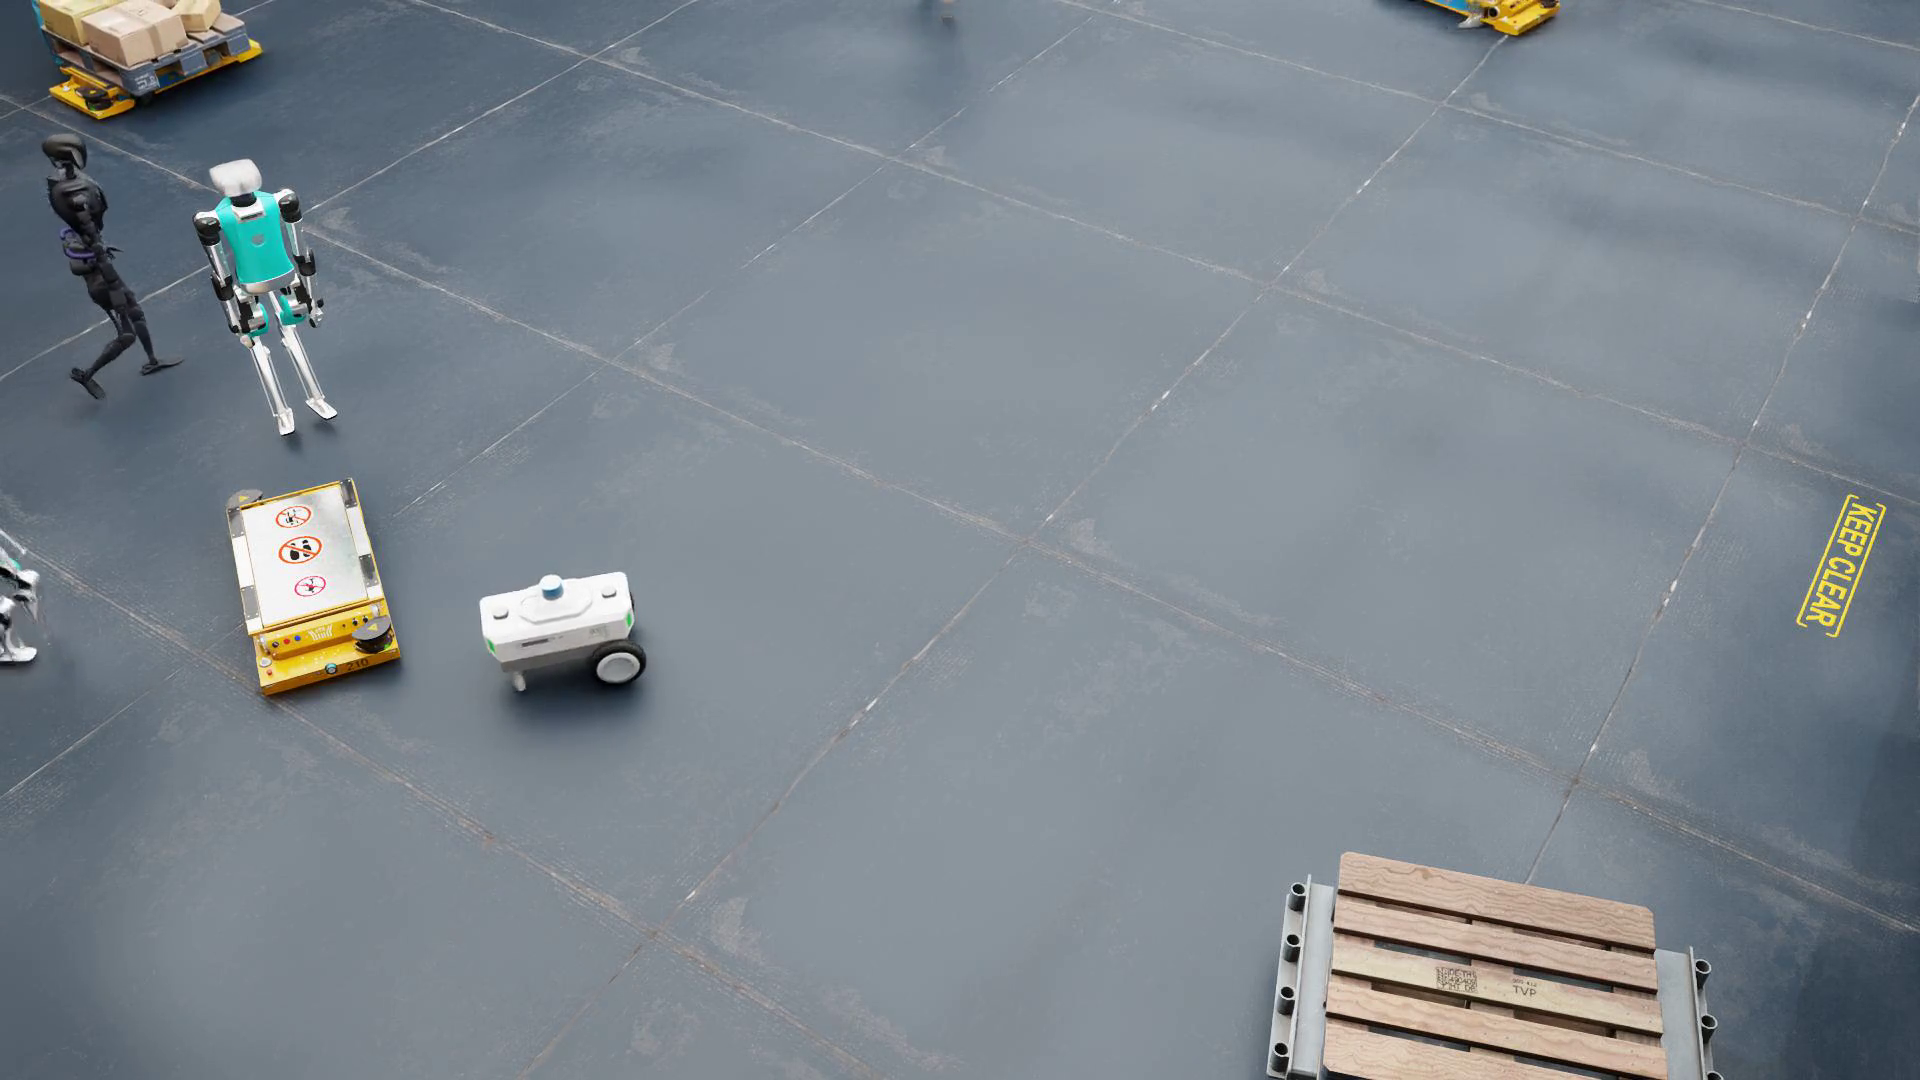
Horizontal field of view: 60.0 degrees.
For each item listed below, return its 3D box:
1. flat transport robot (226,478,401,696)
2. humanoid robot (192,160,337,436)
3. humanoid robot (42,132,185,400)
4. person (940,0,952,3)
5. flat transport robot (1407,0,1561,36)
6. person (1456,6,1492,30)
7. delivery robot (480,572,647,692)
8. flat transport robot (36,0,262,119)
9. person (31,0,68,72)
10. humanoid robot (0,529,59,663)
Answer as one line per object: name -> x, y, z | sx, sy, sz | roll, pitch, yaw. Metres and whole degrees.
flat transport robot -> -3.355, 0.180, 8.578 | 0.659, 0.231, 1.431 | -16, 44, -18
humanoid robot -> -3.822, -1.383, 9.128 | 0.533, 1.673, 0.735 | -24, 47, -25
humanoid robot -> -4.992, -1.574, 9.502 | 0.605, 1.635, 0.610 | -22, 46, -23
person -> -0.231, -5.263, 13.479 | 0.464, 1.856, 0.616 | -6, 42, -6
flat transport robot -> 4.239, -4.624, 13.954 | 0.659, 0.231, 1.431 | -33, 51, -32
person -> 4.363, -5.032, 13.180 | 0.583, 1.938, 0.563 | -6, 42, -6
delivery robot -> -1.912, 0.420, 8.105 | 0.781, 0.609, 0.499 | -11, 43, -12
flat transport robot -> -6.242, -3.690, 12.908 | 0.659, 0.231, 1.431 | 27, 48, 27
person -> -6.973, -4.436, 12.562 | 0.563, 1.843, 0.396 | -8, 42, -9
humanoid robot -> -4.722, -0.040, 7.753 | 0.783, 1.809, 0.534 | 8, 42, 9
